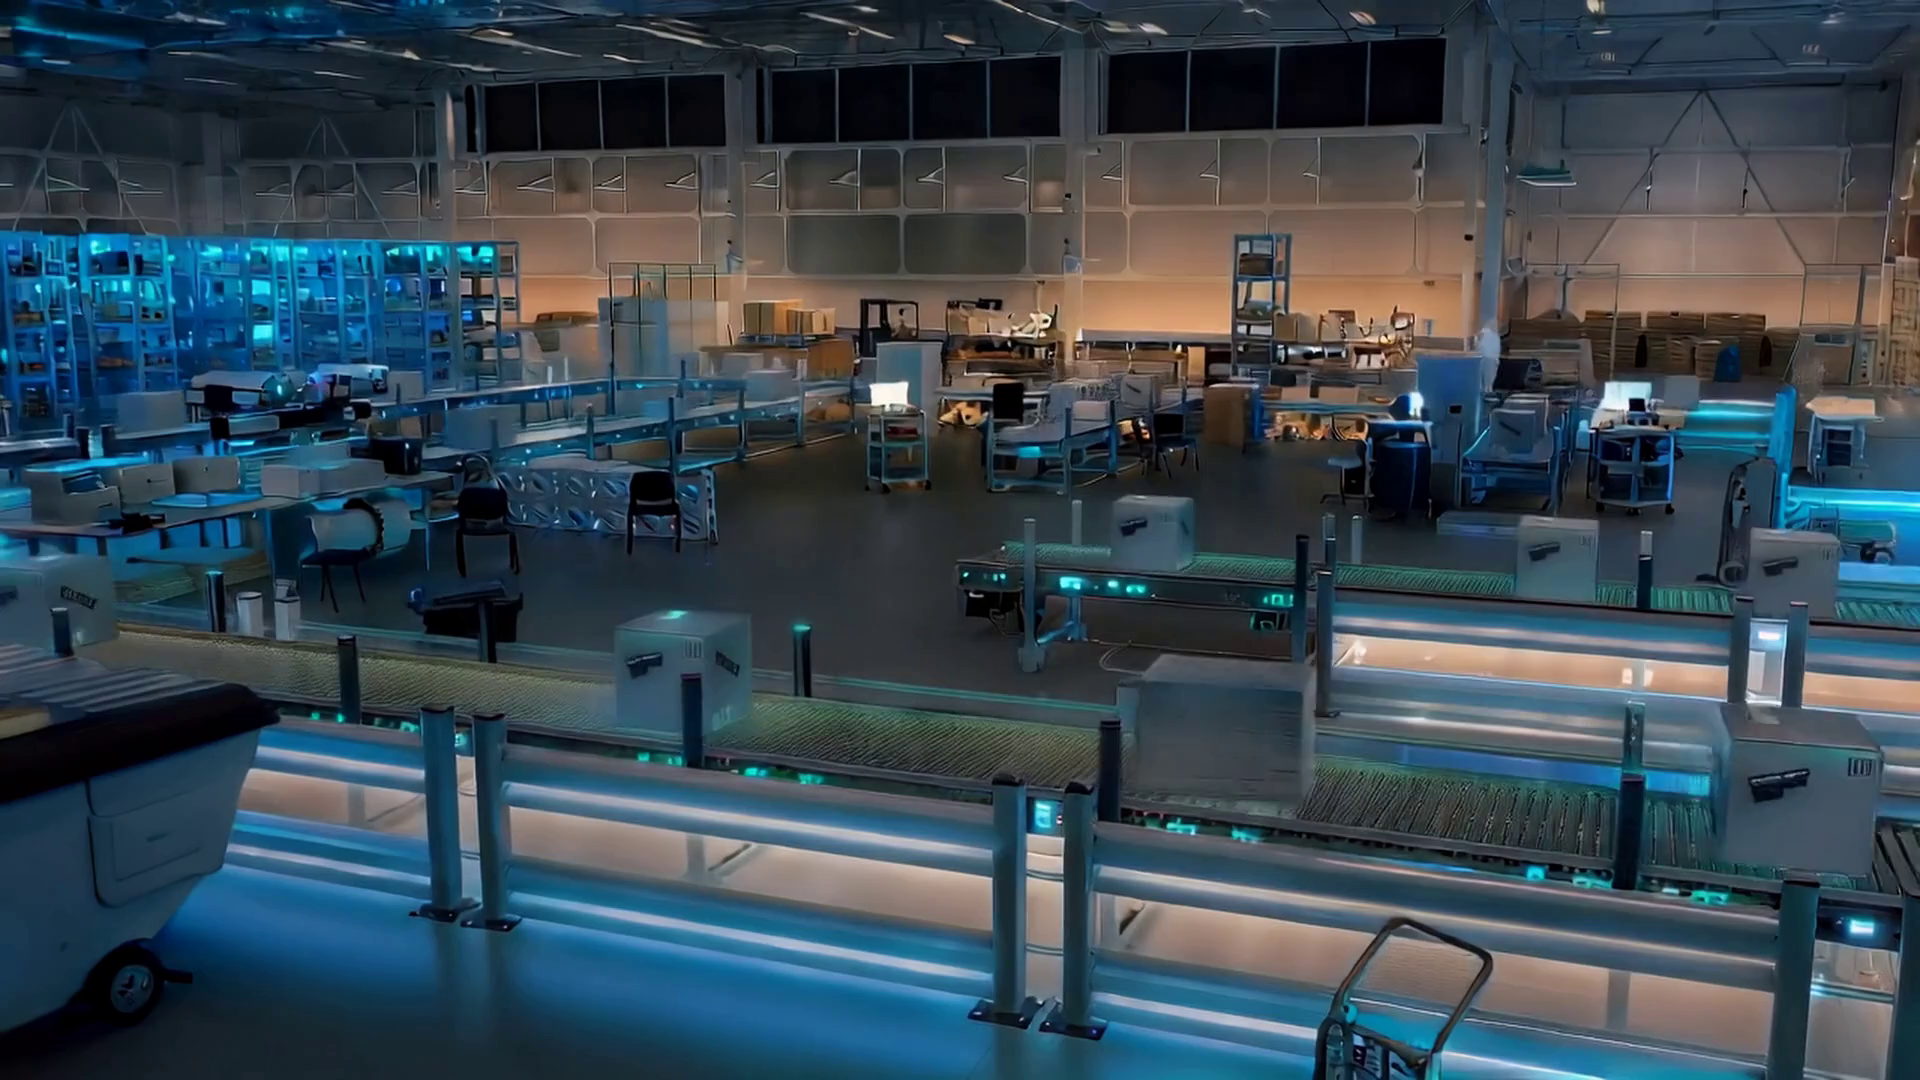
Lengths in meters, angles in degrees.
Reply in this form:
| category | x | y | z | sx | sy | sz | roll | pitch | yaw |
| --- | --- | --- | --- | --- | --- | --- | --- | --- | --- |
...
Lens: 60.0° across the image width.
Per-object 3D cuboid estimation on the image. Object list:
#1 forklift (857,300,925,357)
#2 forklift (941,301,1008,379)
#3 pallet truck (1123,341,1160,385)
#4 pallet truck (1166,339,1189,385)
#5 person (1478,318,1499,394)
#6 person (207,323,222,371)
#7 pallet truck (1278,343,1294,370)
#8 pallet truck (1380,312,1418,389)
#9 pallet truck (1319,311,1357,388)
| category | x | y | z | sx | sy | sz | roll | pitch | yaw |
| --- | --- | --- | --- | --- | --- | --- | --- | --- | --- |
| forklift | -1.732 | -5.109 | 42.468 | 1.157 | 1.987 | 2.680 | 4 | 10 | 22 |
| forklift | 0.365 | -4.966 | 41.571 | 1.157 | 1.987 | 2.680 | 3 | 10 | 20 |
| pallet truck | 4.445 | -4.380 | 41.279 | 0.680 | 1.201 | 1.601 | 4 | 10 | 22 |
| pallet truck | 5.418 | -4.269 | 40.420 | 0.704 | 1.261 | 1.522 | 3 | 10 | 20 |
| person | 11.735 | -4.004 | 37.019 | 0.504 | 1.886 | 0.640 | -1 | 9 | -7 |
| person | -17.794 | -4.426 | 39.760 | 0.563 | 1.830 | 0.432 | 3 | 10 | 18 |
| pallet truck | 7.886 | -4.163 | 39.743 | 0.653 | 1.274 | 1.630 | 4 | 10 | 22 |
| pallet truck | 10.207 | -4.283 | 38.369 | 0.823 | 1.965 | 1.885 | 3 | 10 | 20 |
| pallet truck | 9.071 | -4.419 | 39.190 | 0.823 | 1.965 | 1.885 | 5 | 10 | 26 |
